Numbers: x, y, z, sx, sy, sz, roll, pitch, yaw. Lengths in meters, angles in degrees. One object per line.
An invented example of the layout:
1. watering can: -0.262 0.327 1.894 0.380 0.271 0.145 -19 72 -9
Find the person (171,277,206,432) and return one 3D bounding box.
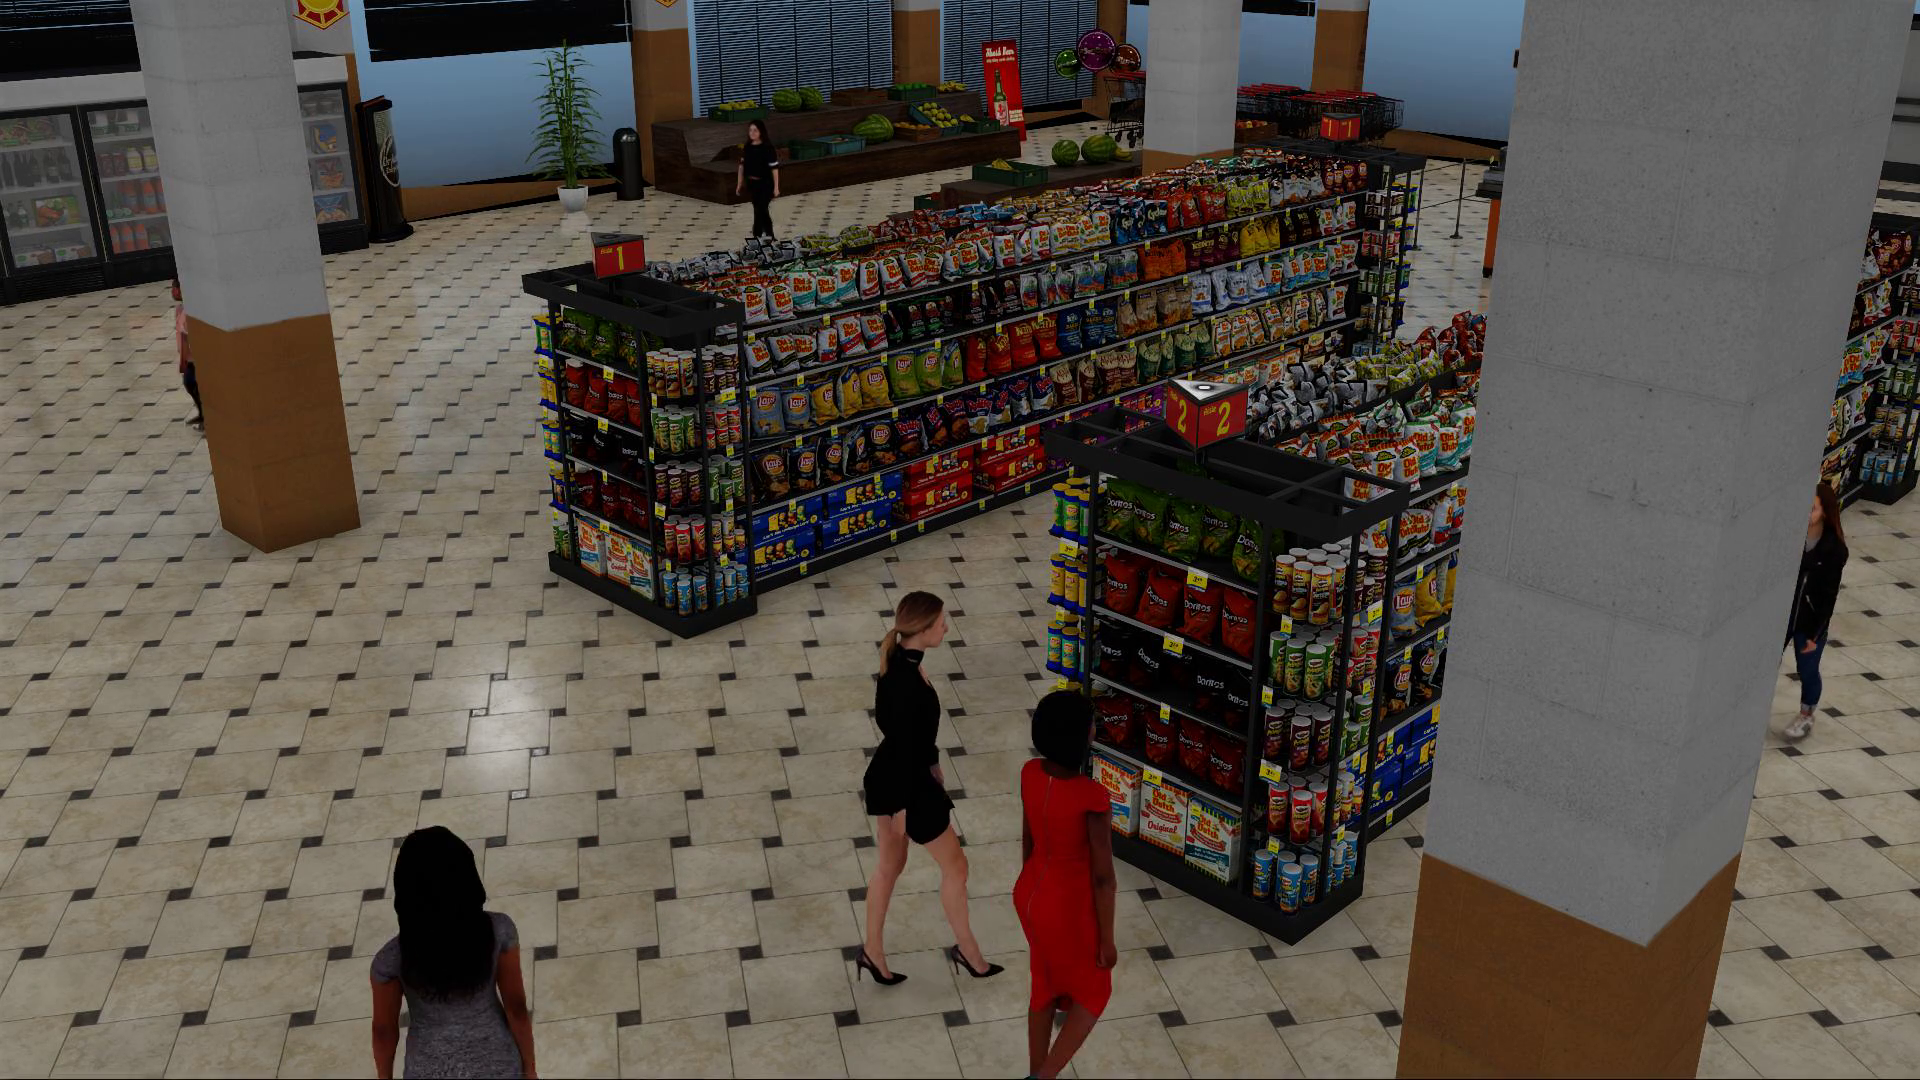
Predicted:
1. person: -6.203 -1.524 13.652 0.624 1.299 0.583 -7 23 -18

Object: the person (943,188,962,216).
1. person: -0.096 -3.368 18.499 0.556 1.106 0.420 16 27 34

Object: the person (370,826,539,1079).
1. person: -1.449 1.708 4.986 0.770 1.762 0.764 -15 26 -32

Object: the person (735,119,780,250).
1. person: -2.353 -4.234 19.983 0.804 1.606 1.077 11 25 26

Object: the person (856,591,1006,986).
1. person: -0.294 1.037 6.678 0.946 1.746 0.830 -4 22 -11

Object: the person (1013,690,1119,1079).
1. person: 0.306 1.369 5.869 0.619 1.733 0.664 20 29 40
